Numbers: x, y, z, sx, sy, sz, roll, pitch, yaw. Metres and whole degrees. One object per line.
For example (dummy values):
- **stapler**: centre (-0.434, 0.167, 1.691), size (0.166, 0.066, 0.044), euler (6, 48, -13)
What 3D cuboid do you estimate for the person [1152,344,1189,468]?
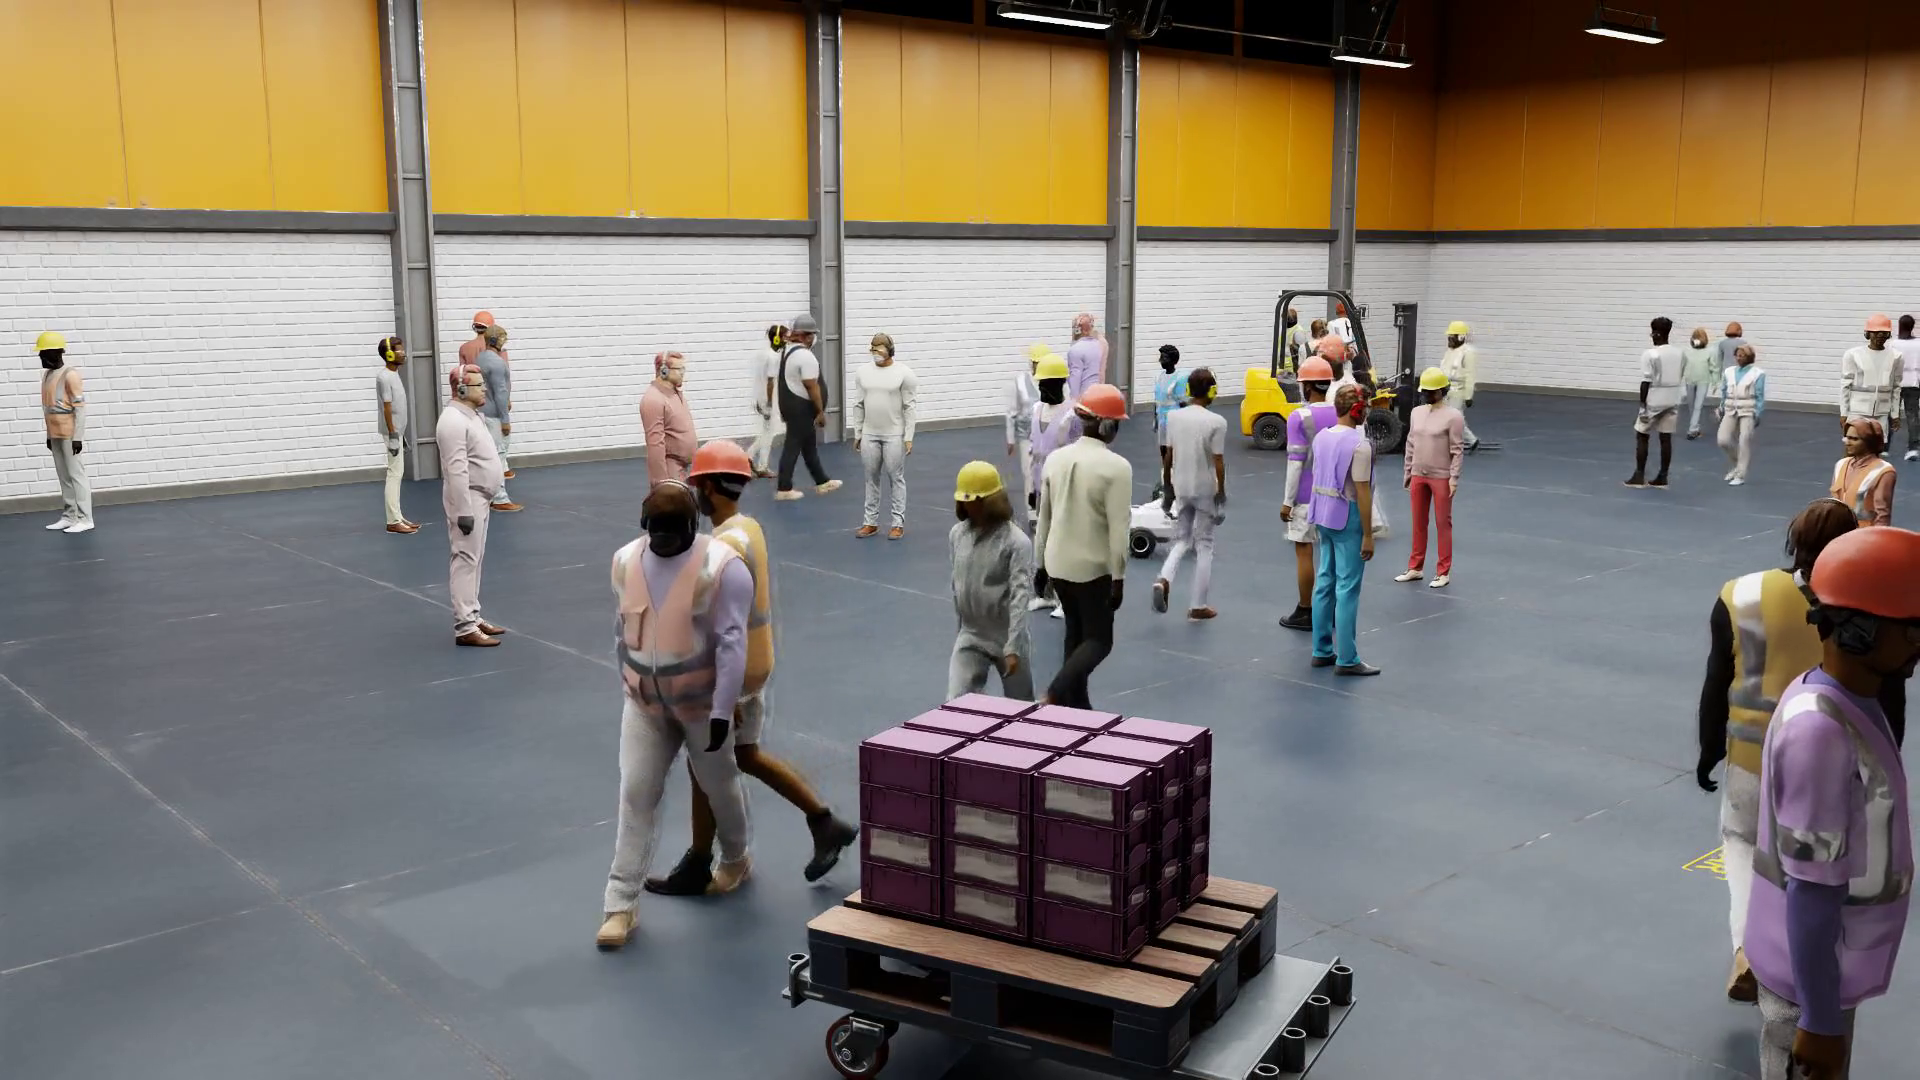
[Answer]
- **person**: centre (2.292, -1.279, 18.072), size (0.323, 1.691, 0.536), euler (-5, 11, -28)

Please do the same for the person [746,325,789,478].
- **person**: centre (-2.301, -1.637, 19.732), size (0.539, 1.833, 0.548), euler (-3, 10, -17)

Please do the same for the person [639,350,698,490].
- **person**: centre (-2.263, -0.537, 13.077), size (0.411, 1.908, 0.643), euler (1, 10, 6)

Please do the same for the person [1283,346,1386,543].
- **person**: centre (3.502, -0.872, 15.281), size (1.027, 1.830, 0.639), euler (-1, 10, -7)

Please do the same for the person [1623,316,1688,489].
- **person**: centre (7.918, -1.553, 18.869), size (0.624, 1.956, 0.460), euler (-3, 10, -15)

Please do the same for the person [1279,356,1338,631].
- **person**: centre (2.491, -0.310, 11.757), size (0.553, 1.901, 0.370), euler (-5, 11, -27)

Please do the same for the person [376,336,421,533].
- **person**: centre (-5.377, -1.001, 15.885), size (0.328, 1.877, 0.513), euler (-2, 10, -11)

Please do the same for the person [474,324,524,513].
- **person**: centre (-4.796, -1.249, 17.167), size (0.370, 1.934, 0.627), euler (-7, 12, -34)

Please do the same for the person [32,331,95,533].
- **person**: centre (-8.573, -1.025, 15.876), size (0.594, 1.924, 0.383), euler (7, 12, 36)

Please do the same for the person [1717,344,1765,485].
- **person**: centre (8.973, -1.434, 19.134), size (0.369, 1.624, 0.538), euler (-7, 12, -35)

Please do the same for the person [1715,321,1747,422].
- **person**: centre (12.101, -2.622, 26.107), size (0.630, 1.616, 0.533), euler (-4, 11, -23)

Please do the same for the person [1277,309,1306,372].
- **person**: centre (5.073, -2.632, 25.559), size (0.430, 1.836, 0.624), euler (-2, 10, -11)

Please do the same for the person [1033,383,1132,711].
- **person**: centre (0.607, 0.150, 8.878), size (0.719, 1.965, 0.654), euler (-9, 13, -41)

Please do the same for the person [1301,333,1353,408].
- **person**: centre (3.564, -1.072, 16.283), size (0.554, 1.889, 1.001), euler (7, 12, 34)

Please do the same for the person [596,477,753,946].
- **person**: centre (-1.097, 0.630, 6.615), size (0.626, 1.789, 0.921), euler (3, 10, 16)

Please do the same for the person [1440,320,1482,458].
- **person**: centre (6.383, -1.904, 21.338), size (0.499, 1.818, 0.598), euler (-2, 10, -11)

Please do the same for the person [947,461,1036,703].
- **person**: centre (0.117, 0.471, 7.784), size (0.510, 1.685, 0.893), euler (7, 12, 35)

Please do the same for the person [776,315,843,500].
- **person**: centre (-1.634, -1.469, 18.138), size (0.954, 2.000, 0.704), euler (-4, 11, -25)

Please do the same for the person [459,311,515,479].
- **person**: centre (-5.582, -1.700, 19.621), size (0.610, 1.996, 0.386), euler (1, 10, 8)

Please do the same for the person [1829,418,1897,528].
- **person**: centre (5.668, 0.044, 10.490), size (0.318, 1.630, 0.512), euler (-2, 10, -10)

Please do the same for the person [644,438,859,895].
- **person**: centre (-0.863, 0.530, 6.869), size (0.828, 1.904, 0.565), euler (0, 10, 3)

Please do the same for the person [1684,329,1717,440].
- **person**: centre (10.553, -2.227, 23.892), size (0.526, 1.581, 0.860), euler (8, 13, 40)

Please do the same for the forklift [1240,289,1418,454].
- **forklift**: centre (5.034, -2.339, 22.783), size (2.313, 2.155, 1.214), euler (3, 10, 16)

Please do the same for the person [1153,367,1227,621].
- **person**: centre (1.642, -0.310, 11.934), size (0.533, 1.841, 0.562), euler (8, 12, 38)

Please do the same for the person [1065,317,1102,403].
- **person**: centre (1.466, -1.749, 20.215), size (0.398, 1.899, 0.669), euler (6, 11, 31)

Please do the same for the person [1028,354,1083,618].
- **person**: centre (0.693, -0.394, 12.179), size (0.388, 1.926, 0.590), euler (-8, 12, -37)

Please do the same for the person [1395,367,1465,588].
- **person**: centre (3.765, -0.501, 13.301), size (0.324, 1.760, 0.523), euler (-7, 12, -37)

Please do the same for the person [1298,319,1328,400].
- **person**: centre (4.540, -1.886, 21.171), size (0.506, 1.839, 0.343), euler (8, 13, 41)

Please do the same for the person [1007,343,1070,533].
- **person**: centre (0.786, -0.966, 15.894), size (0.623, 1.794, 0.849), euler (-1, 10, -9)

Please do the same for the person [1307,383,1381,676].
- **person**: centre (2.411, -0.067, 10.506), size (0.390, 1.844, 0.563), euler (-4, 10, -21)

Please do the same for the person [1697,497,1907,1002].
- **person**: centre (2.883, 0.760, 5.725), size (0.638, 1.820, 0.524), euler (5, 11, 25)

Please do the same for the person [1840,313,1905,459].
- **person**: centre (9.561, -1.355, 17.461), size (0.605, 2.045, 0.387), euler (2, 10, 10)

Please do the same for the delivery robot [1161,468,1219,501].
- **delivery robot**: centre (2.444, -0.655, 17.441), size (0.707, 0.478, 0.477), euler (-8, 12, -37)

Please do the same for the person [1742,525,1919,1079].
- **person**: centre (2.011, 0.975, 3.828), size (0.379, 2.043, 0.605), euler (6, 11, 29)

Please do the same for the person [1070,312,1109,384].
- **person**: centre (1.641, -2.023, 21.790), size (0.422, 1.904, 0.679), euler (-9, 13, -43)

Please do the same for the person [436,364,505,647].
- **person**: centre (-3.316, -0.240, 11.330), size (0.406, 1.911, 0.638), euler (-1, 10, -8)

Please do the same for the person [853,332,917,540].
- **person**: centre (-0.710, -0.967, 15.516), size (0.627, 1.934, 0.371), euler (3, 10, 20)

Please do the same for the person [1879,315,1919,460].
- **person**: centre (12.319, -1.991, 21.702), size (0.584, 1.879, 1.004), euler (3, 10, 15)

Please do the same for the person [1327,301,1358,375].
- **person**: centre (6.368, -3.036, 27.782), size (0.574, 1.880, 0.357), euler (-3, 10, -16)

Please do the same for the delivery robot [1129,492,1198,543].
- **delivery robot**: centre (1.808, -0.184, 14.688), size (0.707, 0.478, 0.477), euler (0, 10, 1)
